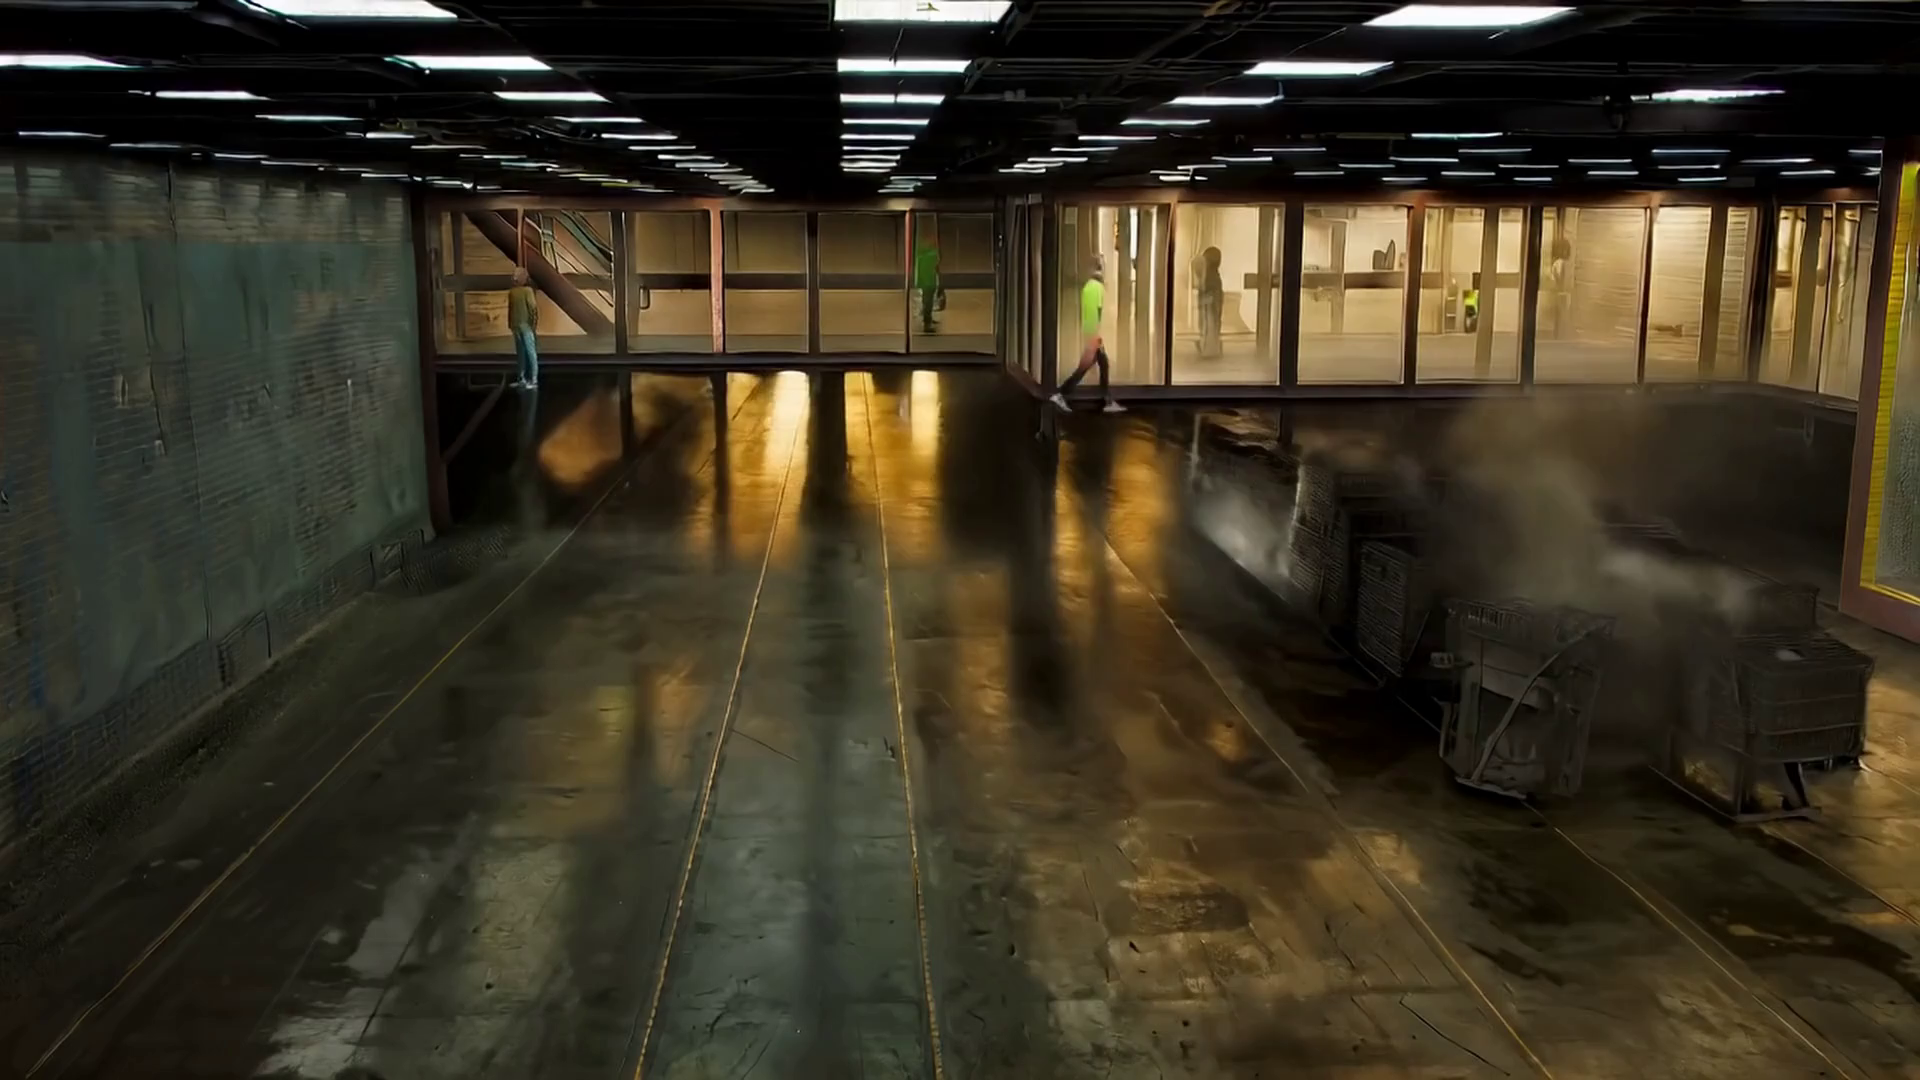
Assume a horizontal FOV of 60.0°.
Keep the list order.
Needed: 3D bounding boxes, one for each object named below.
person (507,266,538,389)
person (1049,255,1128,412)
[{"bbox_3d":[-5.841,-2.832,22.192,0.505,1.632,0.269,7,12,32],"label":"person"},{"bbox_3d":[1.484,-2.381,19.262,0.935,1.835,0.529,-2,11,-11],"label":"person"}]
